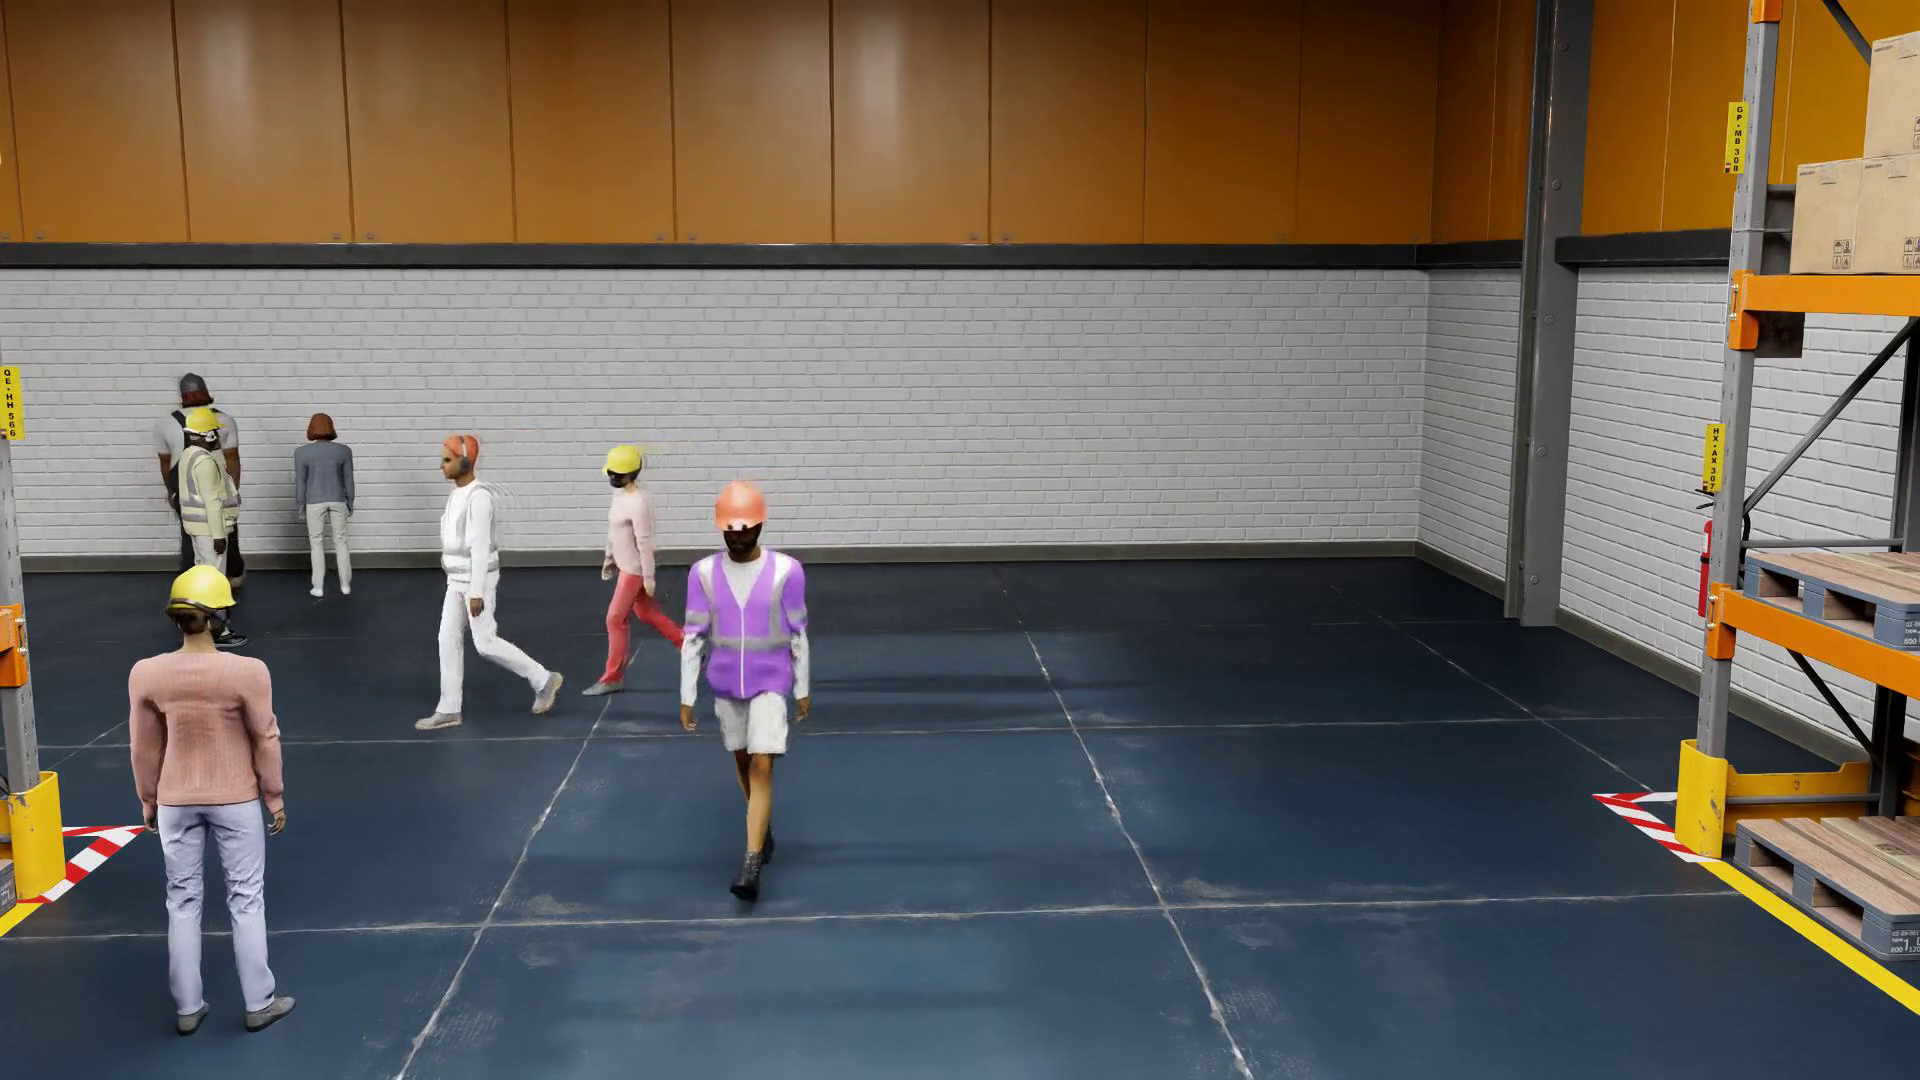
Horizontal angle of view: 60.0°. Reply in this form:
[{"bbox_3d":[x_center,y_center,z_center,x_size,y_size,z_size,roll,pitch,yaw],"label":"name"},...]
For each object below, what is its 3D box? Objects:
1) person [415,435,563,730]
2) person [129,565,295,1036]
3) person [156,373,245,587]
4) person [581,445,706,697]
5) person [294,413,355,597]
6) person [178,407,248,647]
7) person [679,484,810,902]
[{"bbox_3d":[-2.984,0.259,10.439,0.834,1.861,0.577,-6,11,-34],"label":"person"},{"bbox_3d":[-2.797,0.970,6.232,0.533,1.765,0.329,-1,9,-4],"label":"person"},{"bbox_3d":[-6.701,-0.520,14.722,0.693,2.000,1.054,-2,9,-9],"label":"person"},{"bbox_3d":[-2.140,0.191,11.256,0.830,1.715,0.578,-4,10,-21],"label":"person"},{"bbox_3d":[-5.608,-0.312,14.722,0.493,1.624,0.281,-6,11,-33],"label":"person"},{"bbox_3d":[-5.726,-0.100,12.721,0.404,1.836,0.600,-7,11,-37],"label":"person"},{"bbox_3d":[-1.005,0.681,7.662,0.572,1.879,0.999,1,9,6],"label":"person"}]
